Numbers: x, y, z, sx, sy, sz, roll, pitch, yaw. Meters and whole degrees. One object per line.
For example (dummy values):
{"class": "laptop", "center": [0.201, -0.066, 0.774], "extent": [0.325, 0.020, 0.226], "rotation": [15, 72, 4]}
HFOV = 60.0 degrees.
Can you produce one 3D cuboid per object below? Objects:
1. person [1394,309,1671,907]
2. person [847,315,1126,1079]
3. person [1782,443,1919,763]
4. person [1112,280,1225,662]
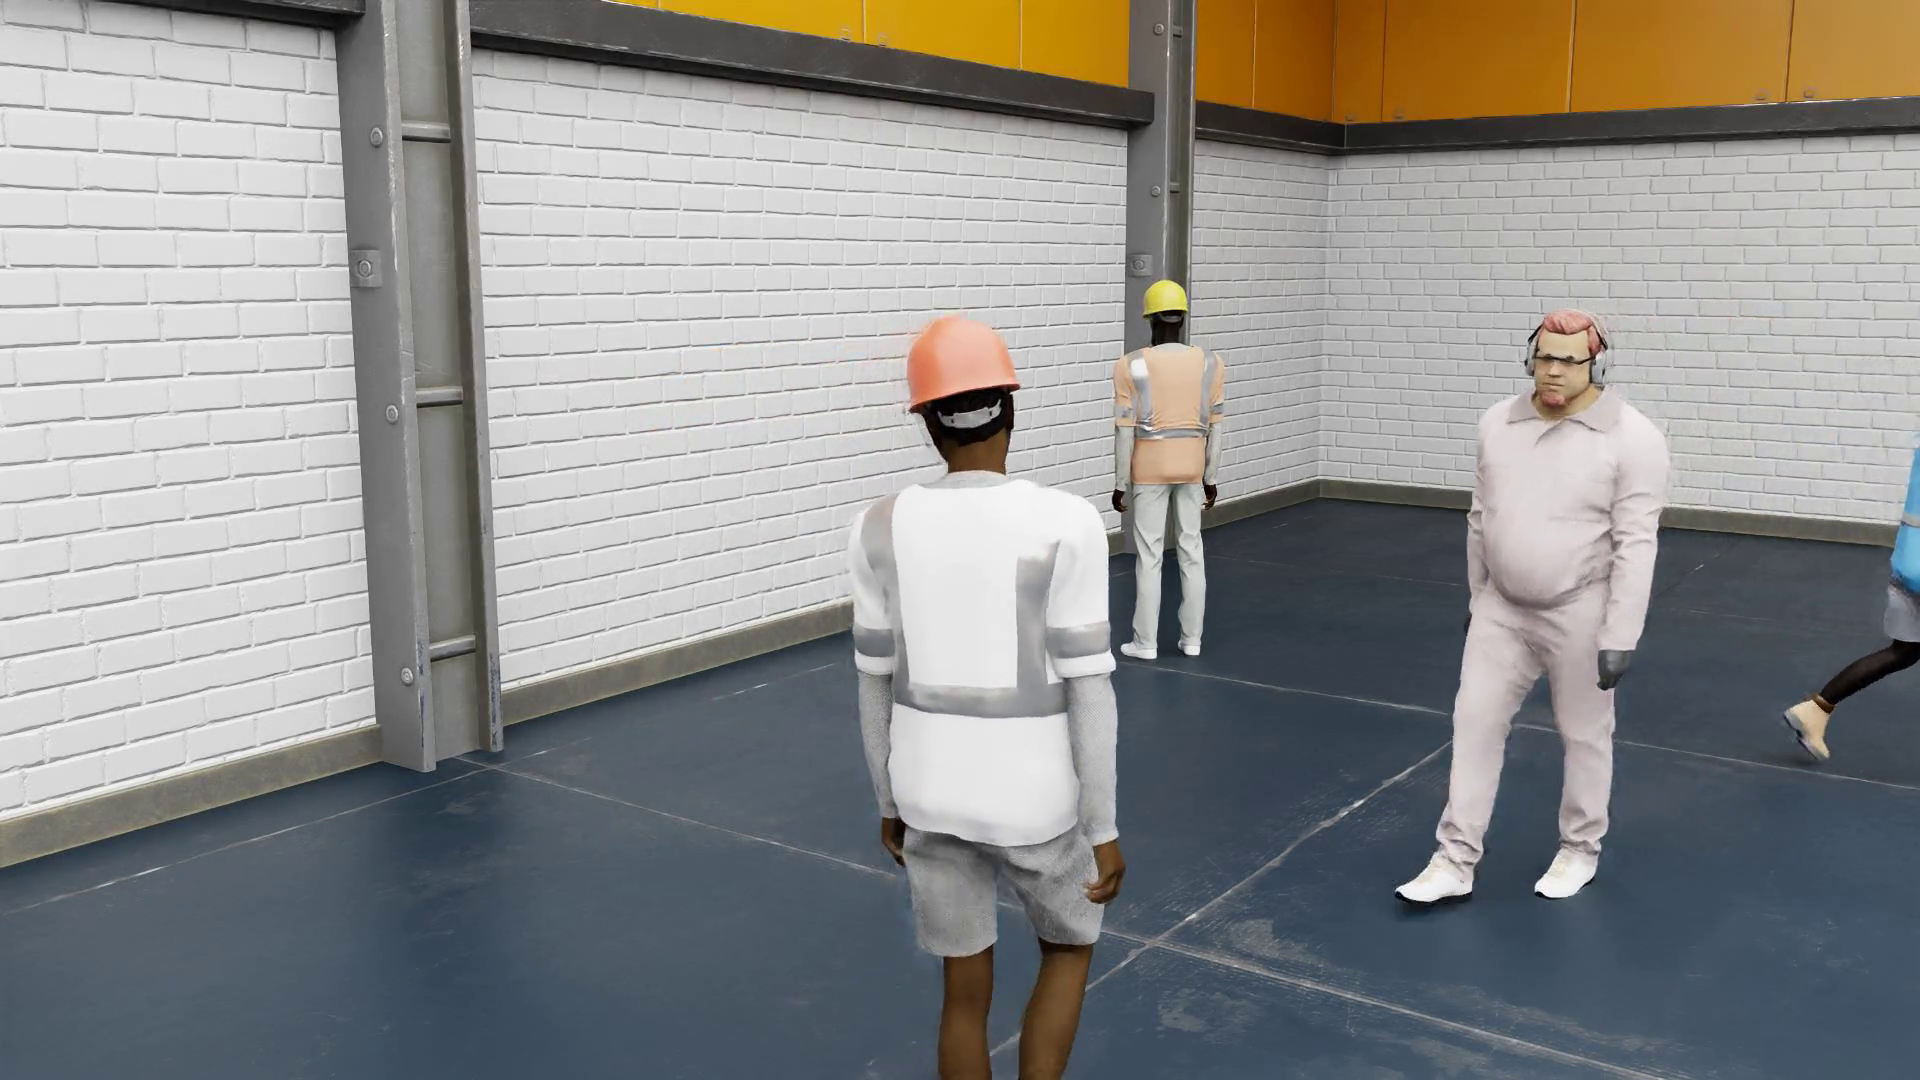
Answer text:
{"class": "person", "center": [1.744, 0.242, 5.096], "extent": [0.892, 1.866, 0.653], "rotation": [-8, 13, -41]}
{"class": "person", "center": [0.064, 0.511, 3.368], "extent": [0.588, 1.913, 0.420], "rotation": [4, 10, 21]}
{"class": "person", "center": [3.700, 0.123, 6.412], "extent": [0.807, 1.663, 0.530], "rotation": [3, 10, 15]}
{"class": "person", "center": [1.038, -0.340, 8.404], "extent": [0.587, 1.926, 0.366], "rotation": [-2, 10, -14]}
